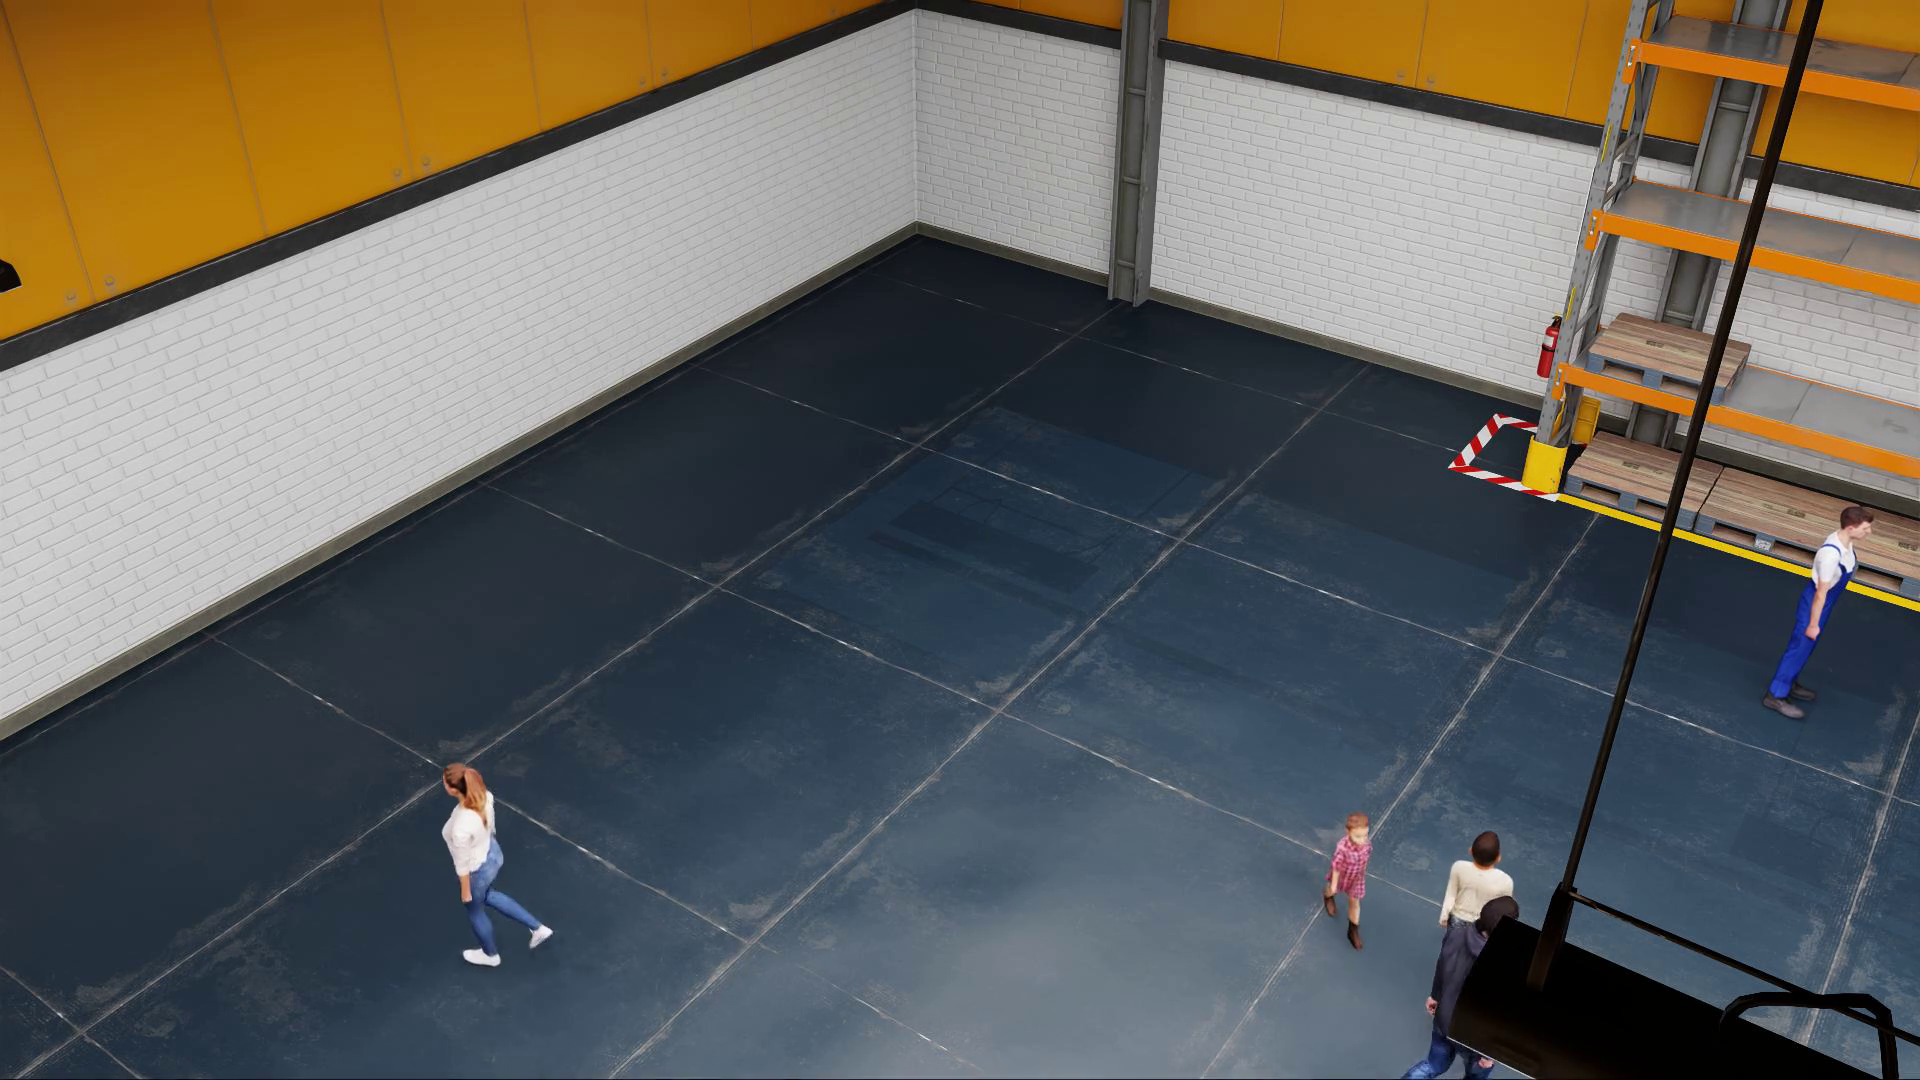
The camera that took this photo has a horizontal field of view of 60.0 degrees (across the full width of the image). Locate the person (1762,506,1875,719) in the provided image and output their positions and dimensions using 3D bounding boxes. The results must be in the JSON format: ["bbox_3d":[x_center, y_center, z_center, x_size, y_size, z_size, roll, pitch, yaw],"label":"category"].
[{"bbox_3d":[6.613,0.510,12.841,0.552,1.849,0.622,24,40,31],"label":"person"}]

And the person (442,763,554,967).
[{"bbox_3d":[-2.973,2.104,10.569,0.949,1.708,0.812,5,34,8],"label":"person"}]

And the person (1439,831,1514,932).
[{"bbox_3d":[3.155,2.427,10.323,0.902,1.443,0.686,16,37,23],"label":"person"}]

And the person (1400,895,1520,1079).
[{"bbox_3d":[2.781,2.784,9.408,1.049,1.862,1.142,-17,37,-23],"label":"person"}]

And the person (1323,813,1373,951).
[{"bbox_3d":[2.573,2.180,11.083,0.701,1.013,0.779,-7,34,-10],"label":"person"}]
